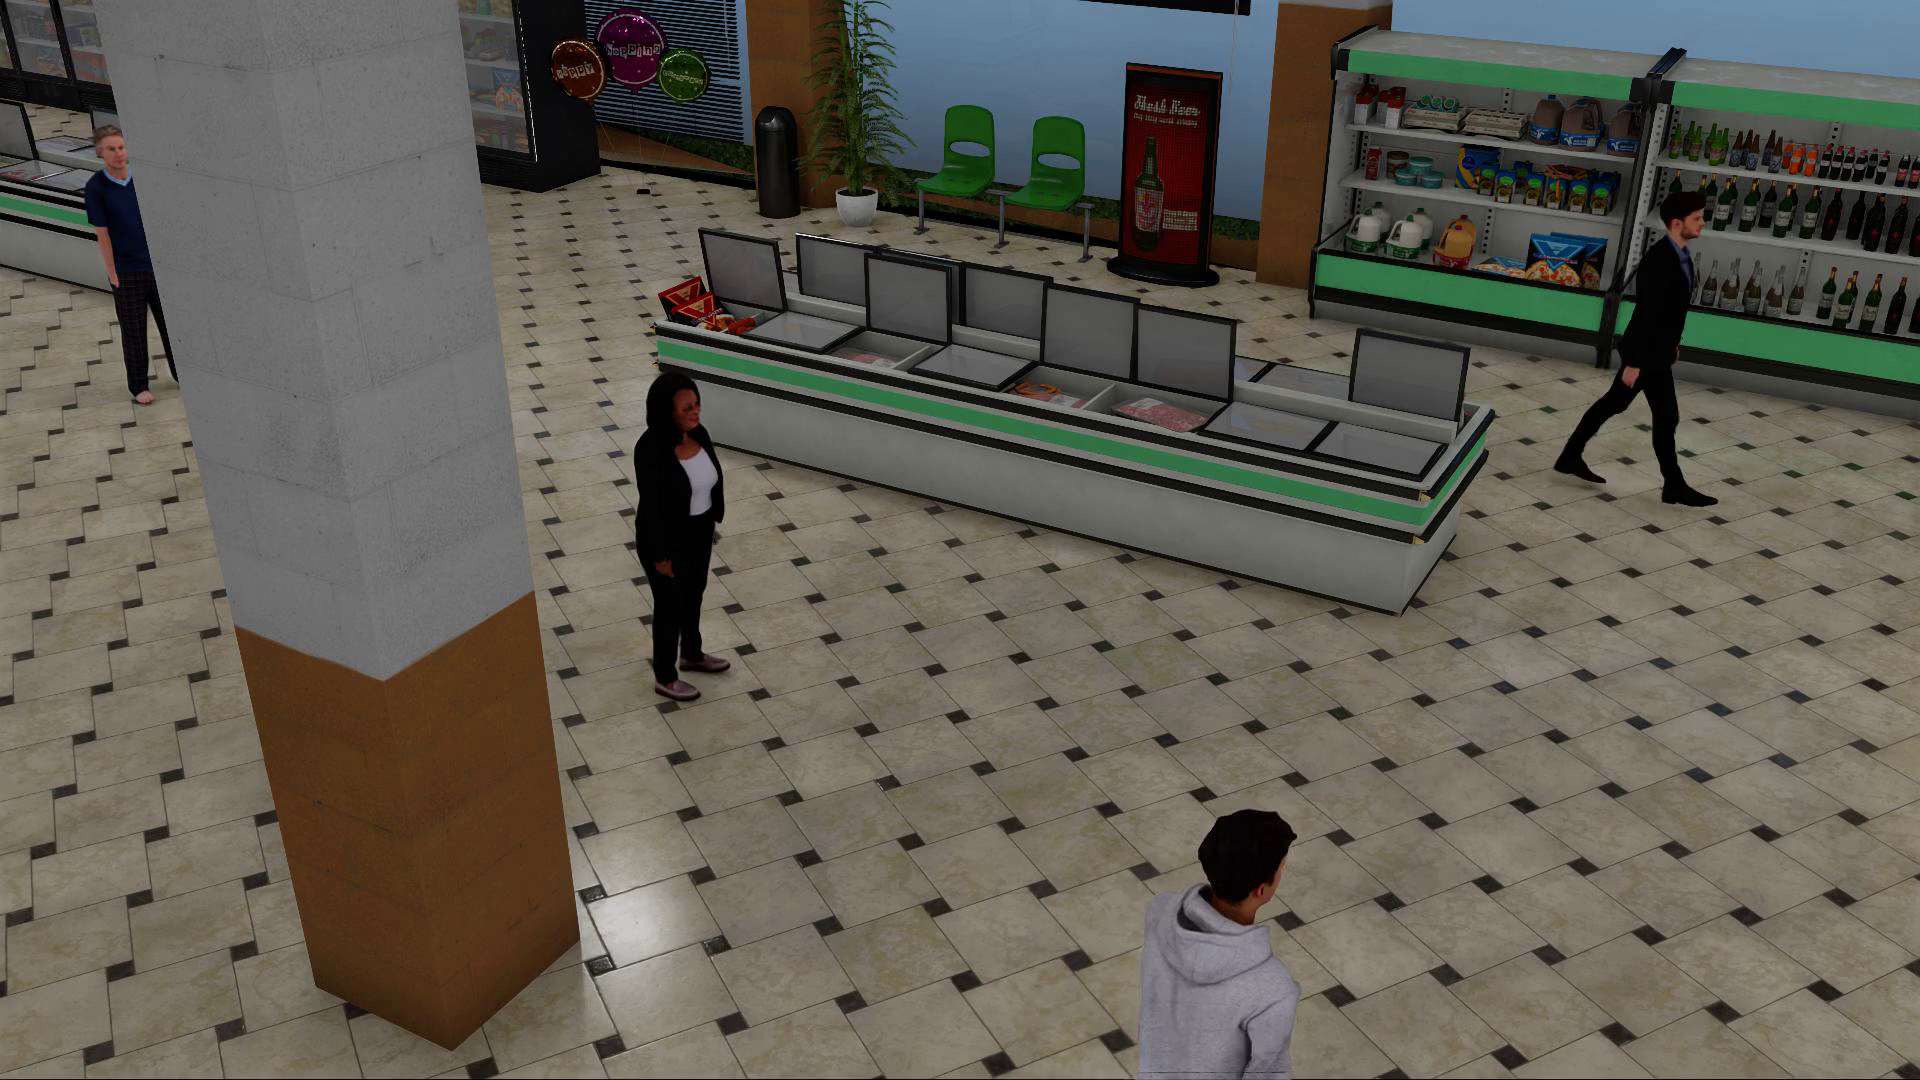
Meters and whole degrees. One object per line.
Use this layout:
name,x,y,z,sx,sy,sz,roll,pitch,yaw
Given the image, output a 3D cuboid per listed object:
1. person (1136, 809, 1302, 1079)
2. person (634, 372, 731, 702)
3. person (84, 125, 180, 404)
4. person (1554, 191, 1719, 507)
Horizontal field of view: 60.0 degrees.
person,0.548,1.571,4.376,1.227,1.889,0.953,24,35,39
person,-1.339,-0.027,7.828,0.639,1.616,0.655,11,29,20
person,-5.499,-1.846,11.137,0.713,1.868,0.650,-23,35,-38
person,3.936,-1.111,9.713,1.165,1.844,0.722,14,30,26
